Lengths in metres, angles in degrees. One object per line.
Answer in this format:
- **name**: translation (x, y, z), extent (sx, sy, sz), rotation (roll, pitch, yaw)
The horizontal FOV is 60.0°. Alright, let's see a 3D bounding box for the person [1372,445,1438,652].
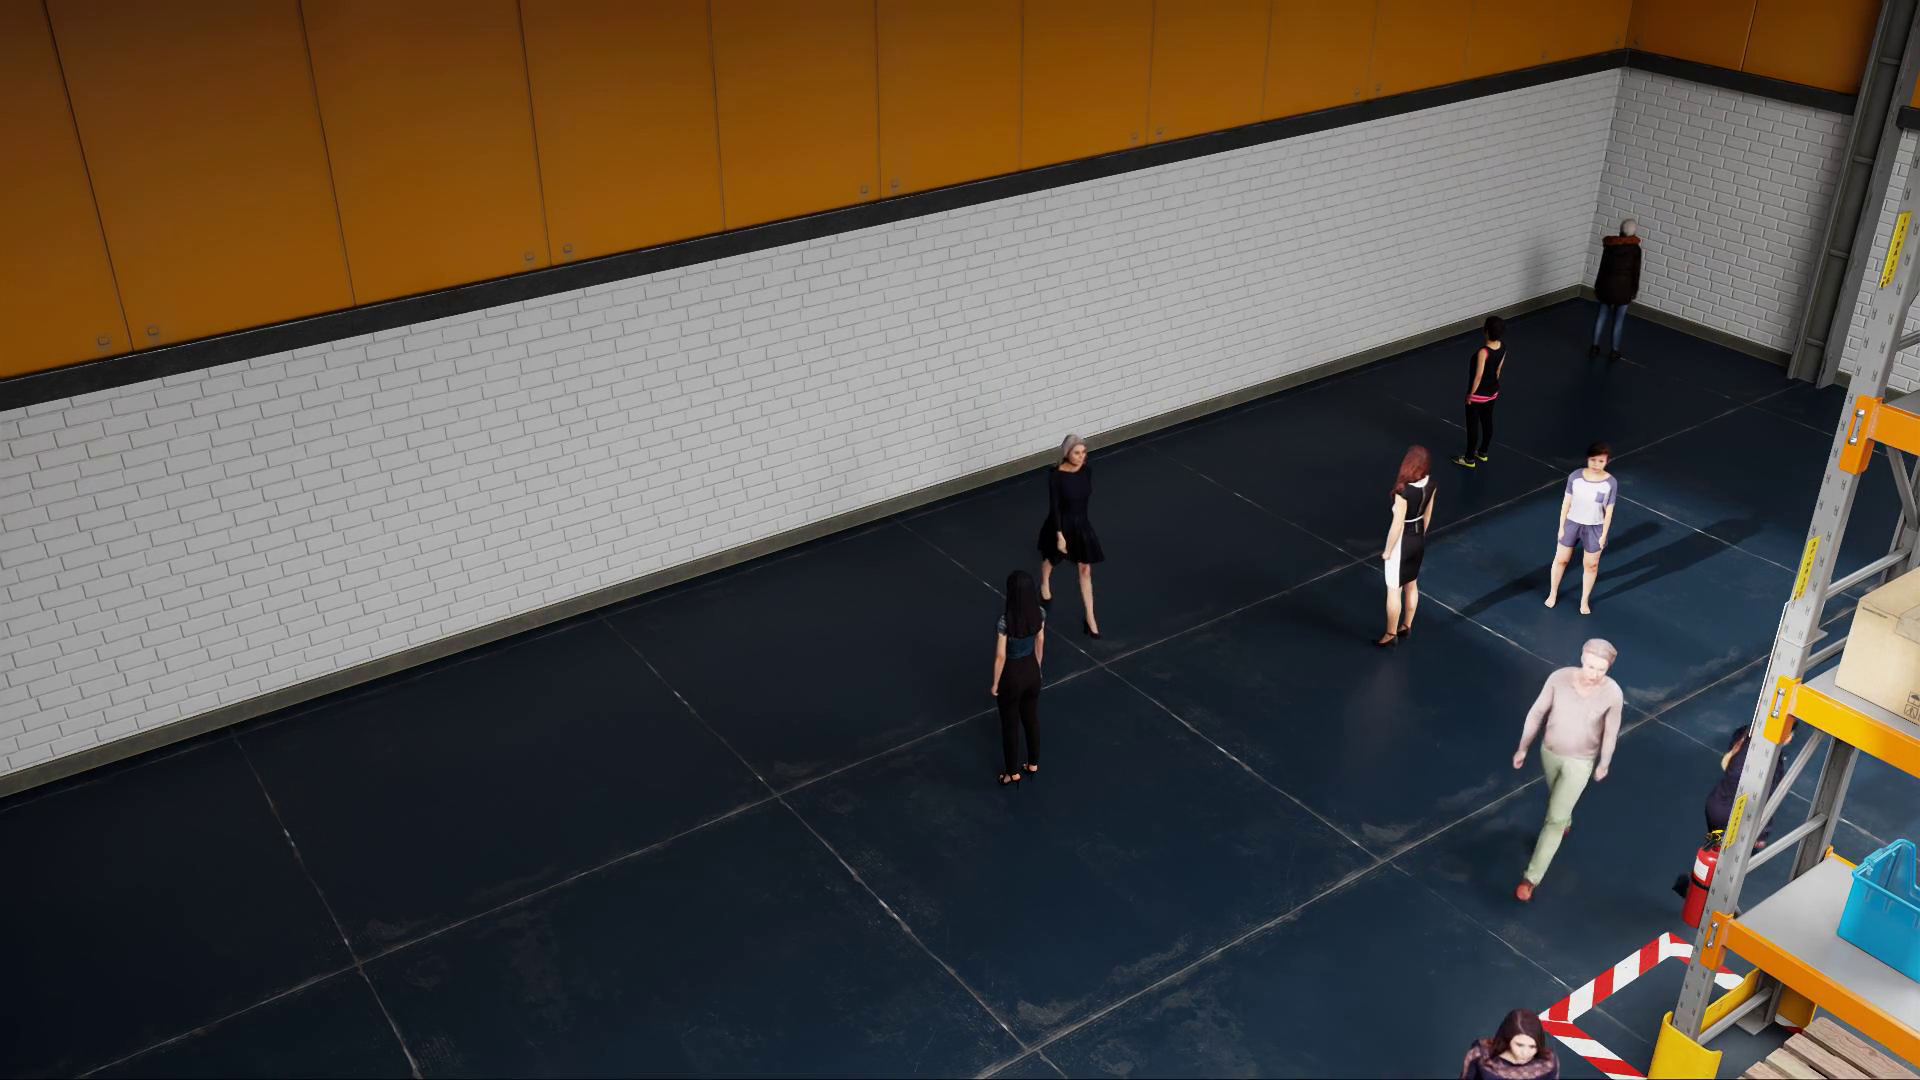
- **person**: translation (3.564, 0.063, 13.287), extent (0.579, 1.796, 0.474), rotation (-18, 33, -29)

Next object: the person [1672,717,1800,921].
- **person**: translation (4.782, 1.723, 10.387), extent (0.913, 1.658, 0.840), rotation (1, 29, 3)

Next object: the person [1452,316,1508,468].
- **person**: translation (5.152, -1.477, 16.364), extent (0.533, 1.551, 0.501), rotation (-20, 34, -32)

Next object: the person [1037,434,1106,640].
- **person**: translation (0.833, -0.086, 13.663), extent (0.710, 1.696, 1.205), rotation (-13, 31, -22)

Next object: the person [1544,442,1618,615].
- **person**: translation (5.209, -0.126, 13.876), extent (0.608, 1.562, 0.707), rotation (13, 31, 23)

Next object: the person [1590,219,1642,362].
- **person**: translation (7.404, -2.838, 18.774), extent (0.645, 1.633, 0.759), rotation (21, 35, 33)

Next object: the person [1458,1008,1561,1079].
- **person**: translation (2.670, 2.896, 8.319), extent (0.912, 1.580, 1.018), rotation (1, 29, 3)

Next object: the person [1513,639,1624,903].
- **person**: translation (3.993, 1.387, 10.842), extent (1.286, 1.812, 0.943), rotation (24, 37, 37)

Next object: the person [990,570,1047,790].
- **person**: translation (0.409, 0.977, 11.672), extent (0.571, 1.736, 0.492), rotation (-17, 33, -28)
